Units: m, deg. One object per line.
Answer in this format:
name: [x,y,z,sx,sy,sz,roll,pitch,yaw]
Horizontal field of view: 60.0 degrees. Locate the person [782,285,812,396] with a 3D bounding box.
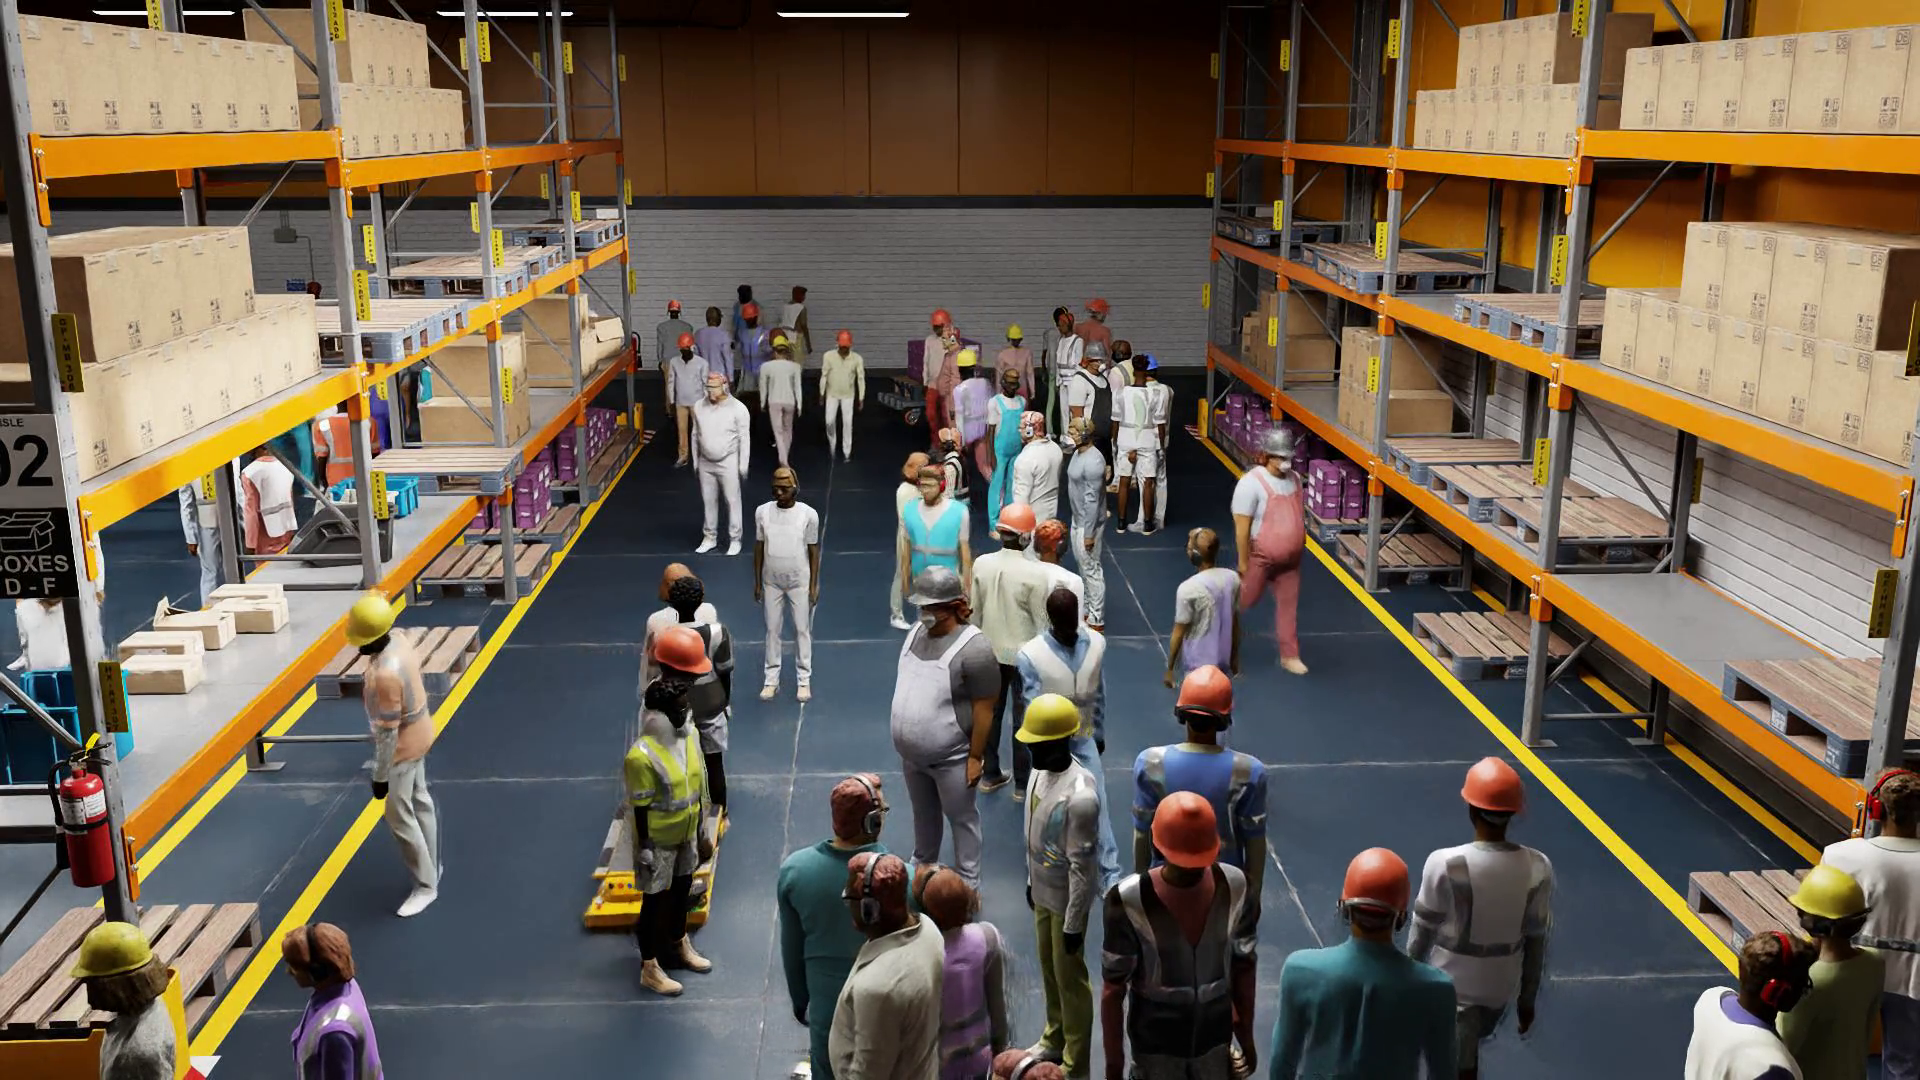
person: [-2.676,-3.138,26.486,0.651,1.819,0.599,-11,18,-37]

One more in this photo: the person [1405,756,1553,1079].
person: [2.142,1.822,6.854,0.543,1.903,0.963,-3,15,-12]

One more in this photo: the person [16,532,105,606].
person: [-6.800,0.356,12.559,0.635,1.932,0.363,-7,16,-27]

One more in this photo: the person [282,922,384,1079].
person: [-2.253,2.153,6.087,0.314,1.631,0.524,-6,15,-21]

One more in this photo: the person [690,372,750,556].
person: [-2.474,-0.783,17.065,0.652,1.904,0.403,5,15,18]

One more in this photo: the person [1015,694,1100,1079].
person: [0.436,1.612,7.634,0.398,1.919,0.587,-4,15,-17]

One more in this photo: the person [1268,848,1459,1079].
person: [1.402,2.040,5.835,0.650,1.969,0.531,4,15,14]

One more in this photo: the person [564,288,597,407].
person: [-5.681,-2.780,24.634,0.723,2.000,0.579,0,14,-1]

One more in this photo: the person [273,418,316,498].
person: [-7.911,-1.407,19.613,0.723,1.876,0.618,12,19,39]

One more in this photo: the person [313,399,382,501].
person: [-5.922,-0.586,16.165,0.614,1.963,0.362,-6,16,-23]

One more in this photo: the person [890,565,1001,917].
person: [-0.132,1.127,9.294,0.537,2.000,0.682,-14,20,-43]

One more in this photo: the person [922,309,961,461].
person: [-0.252,-2.035,21.802,0.630,1.992,0.401,11,18,38]

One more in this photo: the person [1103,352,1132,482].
person: [1.992,-1.555,20.509,0.541,1.696,0.315,1,14,5]

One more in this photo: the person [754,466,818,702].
person: [-1.334,0.338,12.781,0.506,1.847,0.343,1,14,6]

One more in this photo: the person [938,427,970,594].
person: [-0.061,-0.243,15.490,0.314,1.633,0.518,2,14,9]

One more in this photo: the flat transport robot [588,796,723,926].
flat transport robot: [-1.779,1.873,9.893,0.652,0.197,1.431,-1,14,-4]

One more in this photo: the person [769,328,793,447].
person: [-2.444,-2.083,22.710,0.284,1.632,0.502,1,14,6]

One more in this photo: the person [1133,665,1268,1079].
person: [1.089,1.556,7.607,0.605,2.044,0.374,3,15,12]

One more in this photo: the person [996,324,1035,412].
person: [0.713,-2.039,22.291,0.535,1.746,0.517,-5,15,-19]

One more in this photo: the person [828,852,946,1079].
person: [-0.273,2.029,6.052,0.403,1.897,0.654,3,15,13]

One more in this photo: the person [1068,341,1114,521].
person: [1.488,-1.207,18.458,0.535,2.000,0.681,8,16,29]

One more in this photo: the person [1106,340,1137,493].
person: [1.946,-1.485,19.974,0.430,1.837,0.629,10,17,35]

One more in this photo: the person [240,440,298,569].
person: [-5.864,-0.048,14.183,0.411,1.906,0.602,3,15,13]

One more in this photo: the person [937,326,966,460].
person: [-0.092,-1.728,20.799,0.401,1.899,0.636,0,14,2]

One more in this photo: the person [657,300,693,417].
person: [-4.276,-2.726,25.006,0.563,1.745,0.346,-5,15,-18]

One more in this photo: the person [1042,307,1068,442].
person: [1.373,-2.300,23.090,0.526,1.869,0.315,9,17,32]

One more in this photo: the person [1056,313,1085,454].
person: [1.452,-2.109,22.335,0.374,1.879,0.582,-7,16,-27]

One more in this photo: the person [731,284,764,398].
person: [-3.420,-3.244,26.922,0.637,1.806,0.923,12,19,39]

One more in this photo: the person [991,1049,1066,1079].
person: [0.207,2.356,4.773,0.399,1.900,0.650,8,16,28]

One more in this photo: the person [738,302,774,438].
person: [-2.844,-2.445,23.618,0.558,1.903,0.901,5,15,20]

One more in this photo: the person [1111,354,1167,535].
person: [1.924,-1.028,17.933,0.599,1.958,0.373,4,15,15]
